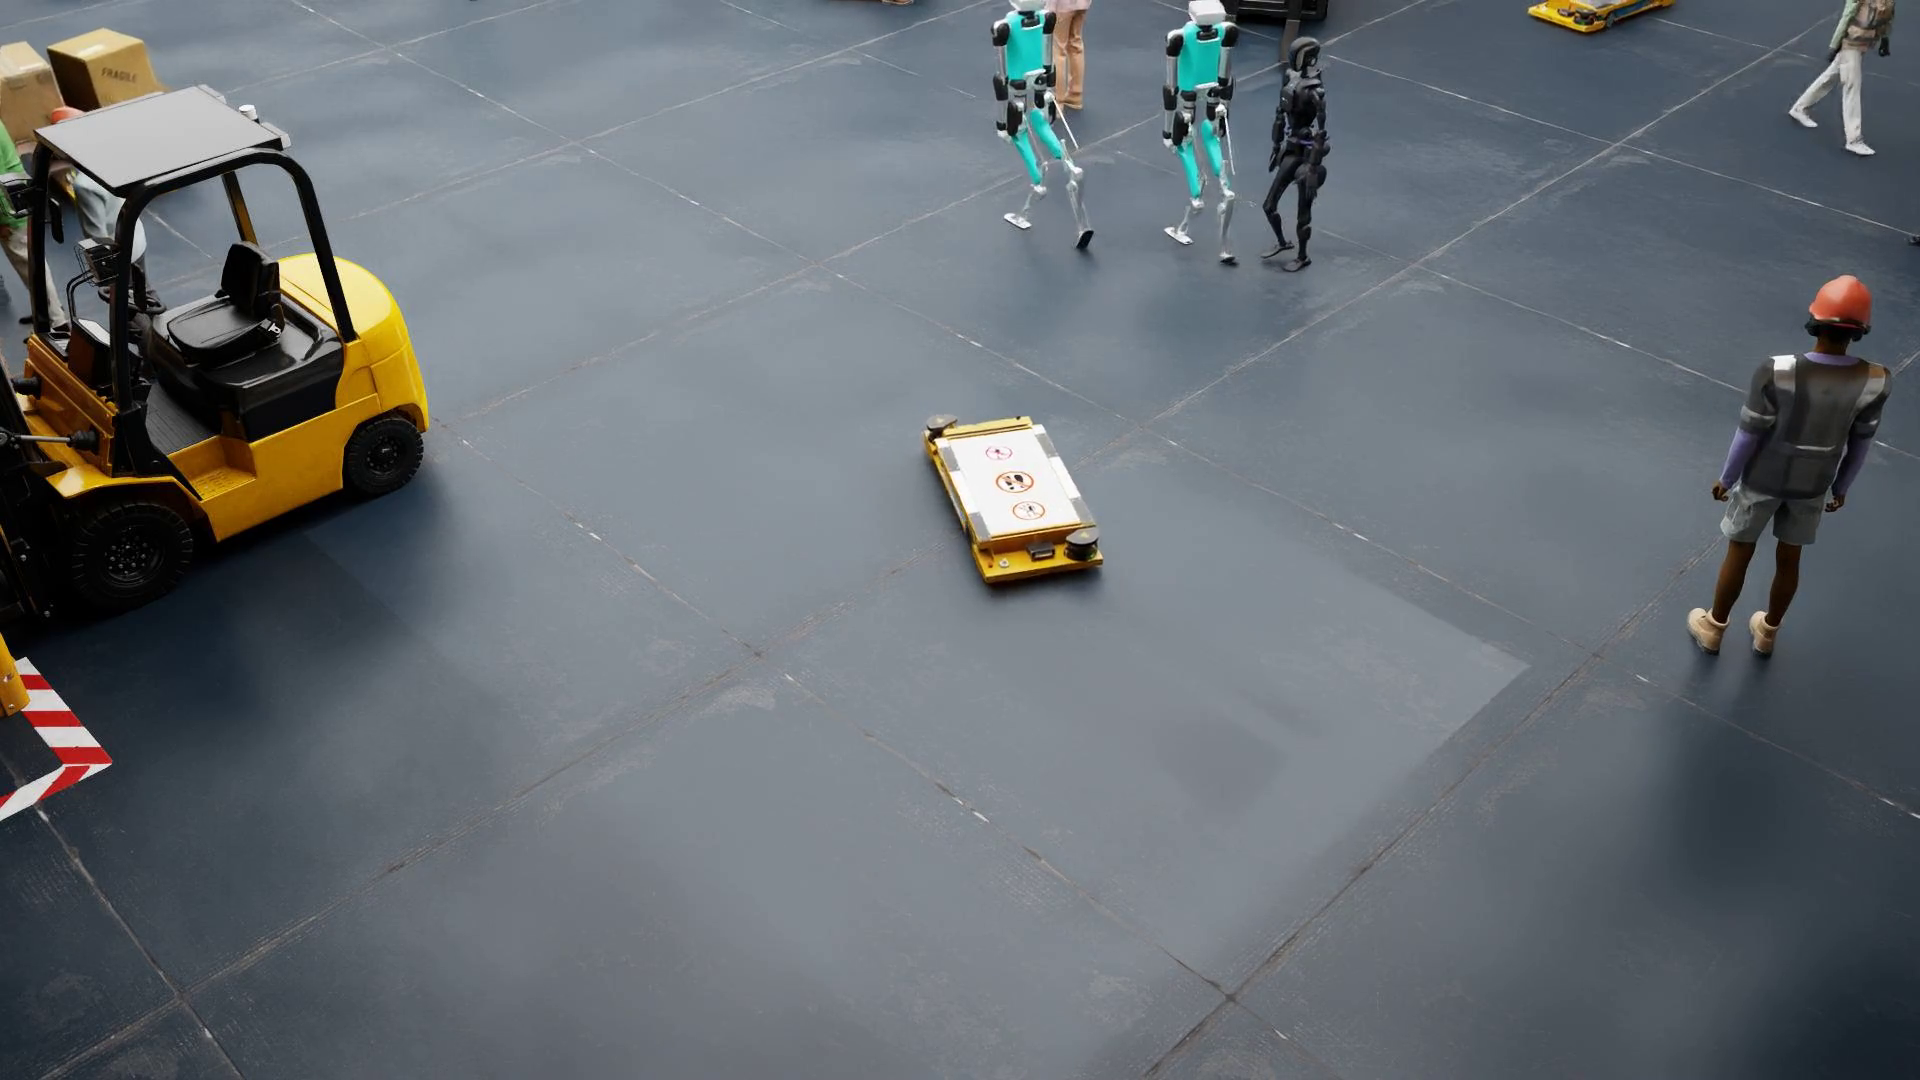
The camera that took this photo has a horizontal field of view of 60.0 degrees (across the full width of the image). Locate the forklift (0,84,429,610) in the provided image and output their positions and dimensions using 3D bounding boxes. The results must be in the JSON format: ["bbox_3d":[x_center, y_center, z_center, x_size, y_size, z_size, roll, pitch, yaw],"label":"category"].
[{"bbox_3d":[-4.145,-1.093,8.856,2.313,2.155,1.214,-31,47,-34],"label":"forklift"}]

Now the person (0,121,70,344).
[{"bbox_3d":[-6.094,-2.123,10.581,0.383,1.778,0.545,-19,41,-24],"label":"person"}]

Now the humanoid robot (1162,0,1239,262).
[{"bbox_3d":[1.744,-2.729,11.486,0.530,1.869,0.774,-14,39,-18],"label":"humanoid robot"}]

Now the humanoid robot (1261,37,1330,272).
[{"bbox_3d":[2.319,-2.605,11.309,0.342,1.647,0.590,-15,39,-19],"label":"humanoid robot"}]

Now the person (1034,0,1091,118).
[{"bbox_3d":[0.888,-4.342,13.552,0.409,1.775,0.537,26,44,30],"label":"person"}]

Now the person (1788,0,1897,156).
[{"bbox_3d":[7.102,-3.928,13.147,0.527,1.586,0.883,-22,42,-26],"label":"person"}]

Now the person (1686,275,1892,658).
[{"bbox_3d":[3.940,-0.321,7.948,0.613,2.038,0.393,5,37,6],"label":"person"}]

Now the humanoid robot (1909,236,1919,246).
[{"bbox_3d":[7.145,-2.796,11.564,0.561,1.642,0.609,10,38,13],"label":"humanoid robot"}]

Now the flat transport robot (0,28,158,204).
[{"bbox_3d":[-6.841,-3.021,13.041,0.659,0.231,1.431,-26,44,-30],"label":"flat transport robot"}]

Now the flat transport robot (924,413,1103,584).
[{"bbox_3d":[0.277,-0.283,9.376,0.659,0.231,1.431,-9,38,-11],"label":"flat transport robot"}]

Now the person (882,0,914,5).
[{"bbox_3d":[-0.656,-6.090,15.755,0.373,1.940,0.627,-5,37,-6],"label":"person"}]

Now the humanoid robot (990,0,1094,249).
[{"bbox_3d":[0.657,-2.880,11.631,0.541,1.763,0.965,-25,44,-30],"label":"humanoid robot"}]

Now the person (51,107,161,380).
[{"bbox_3d":[-5.184,-1.808,10.188,0.347,1.739,0.571,-3,37,-4],"label":"person"}]

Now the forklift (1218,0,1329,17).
[{"bbox_3d":[3.106,-6.400,15.960,1.214,2.155,2.313,8,37,10],"label":"forklift"}]

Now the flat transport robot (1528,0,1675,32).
[{"bbox_3d":[6.159,-5.167,15.913,1.431,0.231,0.659,-25,43,-29],"label":"flat transport robot"}]
